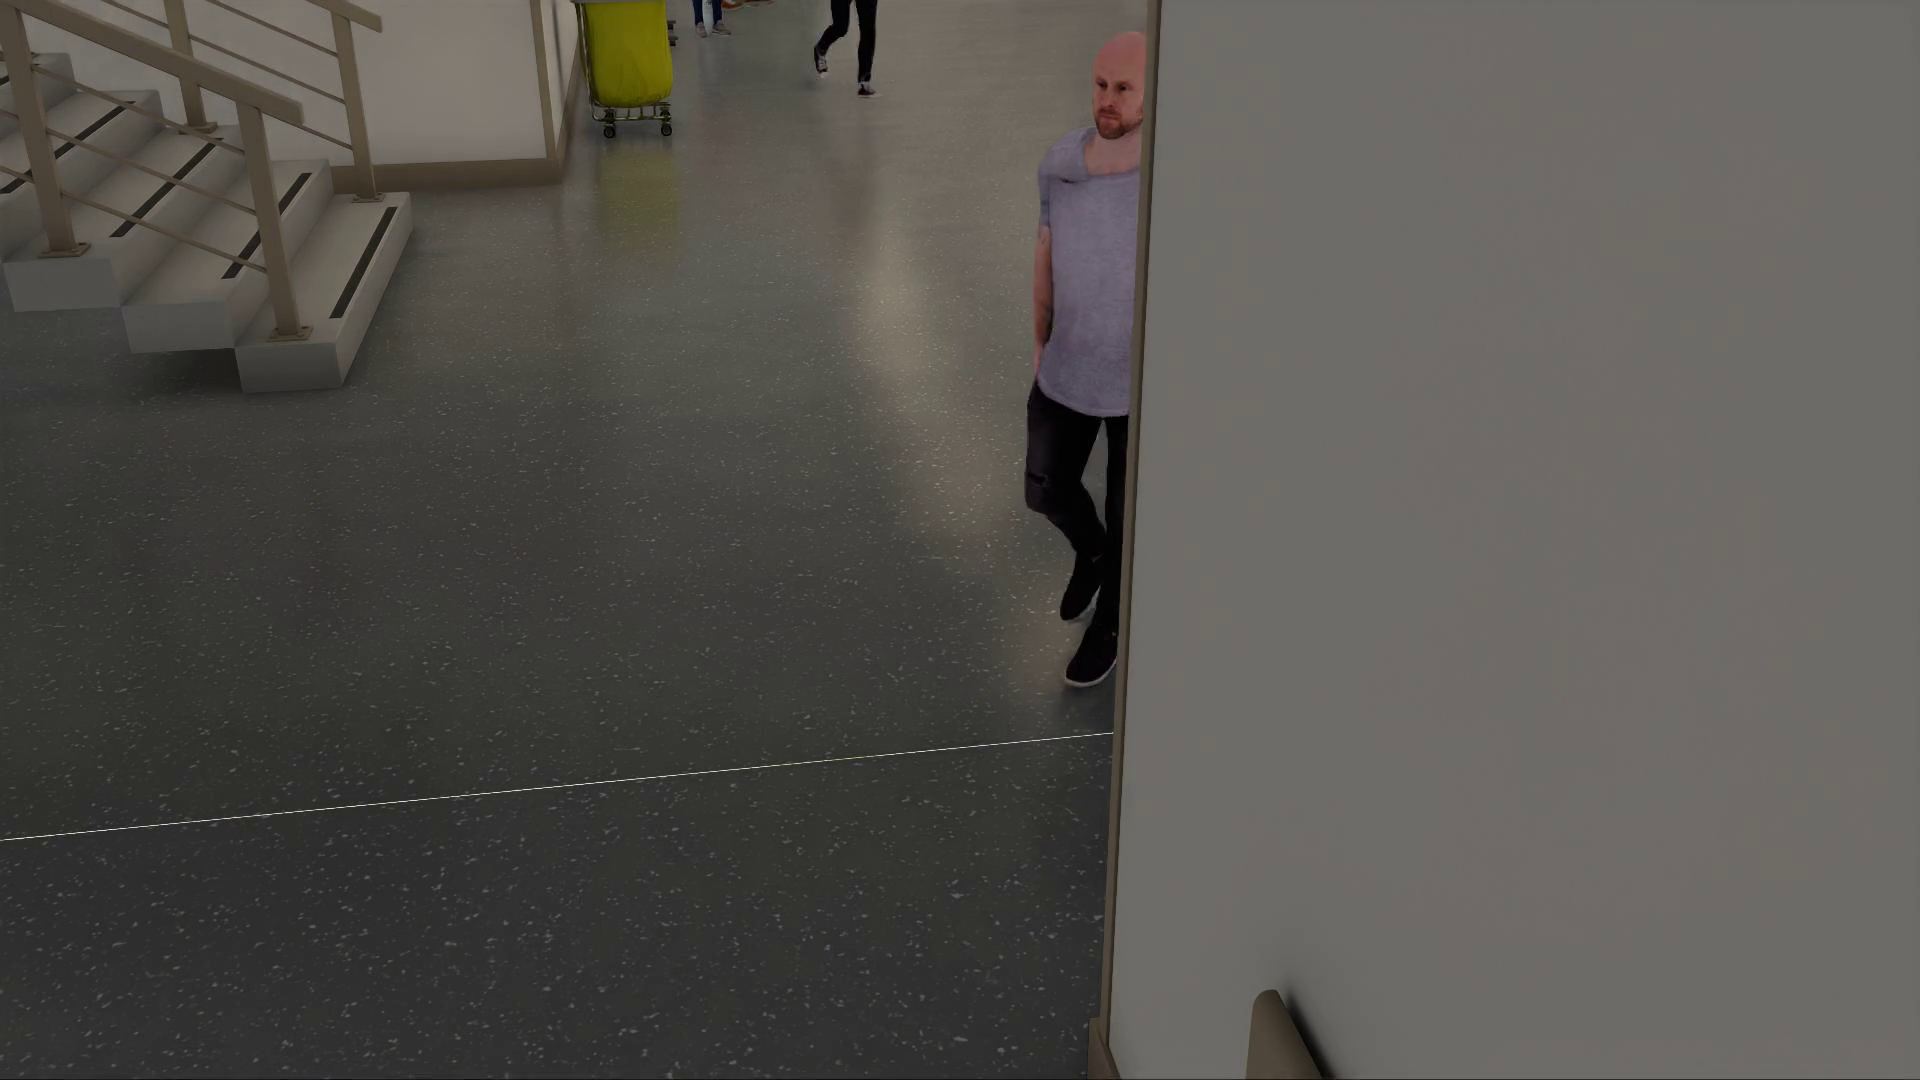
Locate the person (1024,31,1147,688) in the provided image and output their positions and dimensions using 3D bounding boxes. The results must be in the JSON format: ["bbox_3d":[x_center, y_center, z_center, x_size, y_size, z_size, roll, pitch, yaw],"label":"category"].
[{"bbox_3d":[0.466,-0.480,4.590,0.865,1.821,0.924,13,29,25],"label":"person"}]

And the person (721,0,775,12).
[{"bbox_3d":[-2.341,-6.151,16.290,0.852,1.874,0.732,-2,26,-4],"label":"person"}]

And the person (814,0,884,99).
[{"bbox_3d":[-0.866,-4.182,12.357,1.084,1.743,0.988,-19,32,-34],"label":"person"}]

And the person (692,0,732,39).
[{"bbox_3d":[-2.300,-5.476,15.040,0.571,1.743,0.695,-15,30,-29],"label":"person"}]
